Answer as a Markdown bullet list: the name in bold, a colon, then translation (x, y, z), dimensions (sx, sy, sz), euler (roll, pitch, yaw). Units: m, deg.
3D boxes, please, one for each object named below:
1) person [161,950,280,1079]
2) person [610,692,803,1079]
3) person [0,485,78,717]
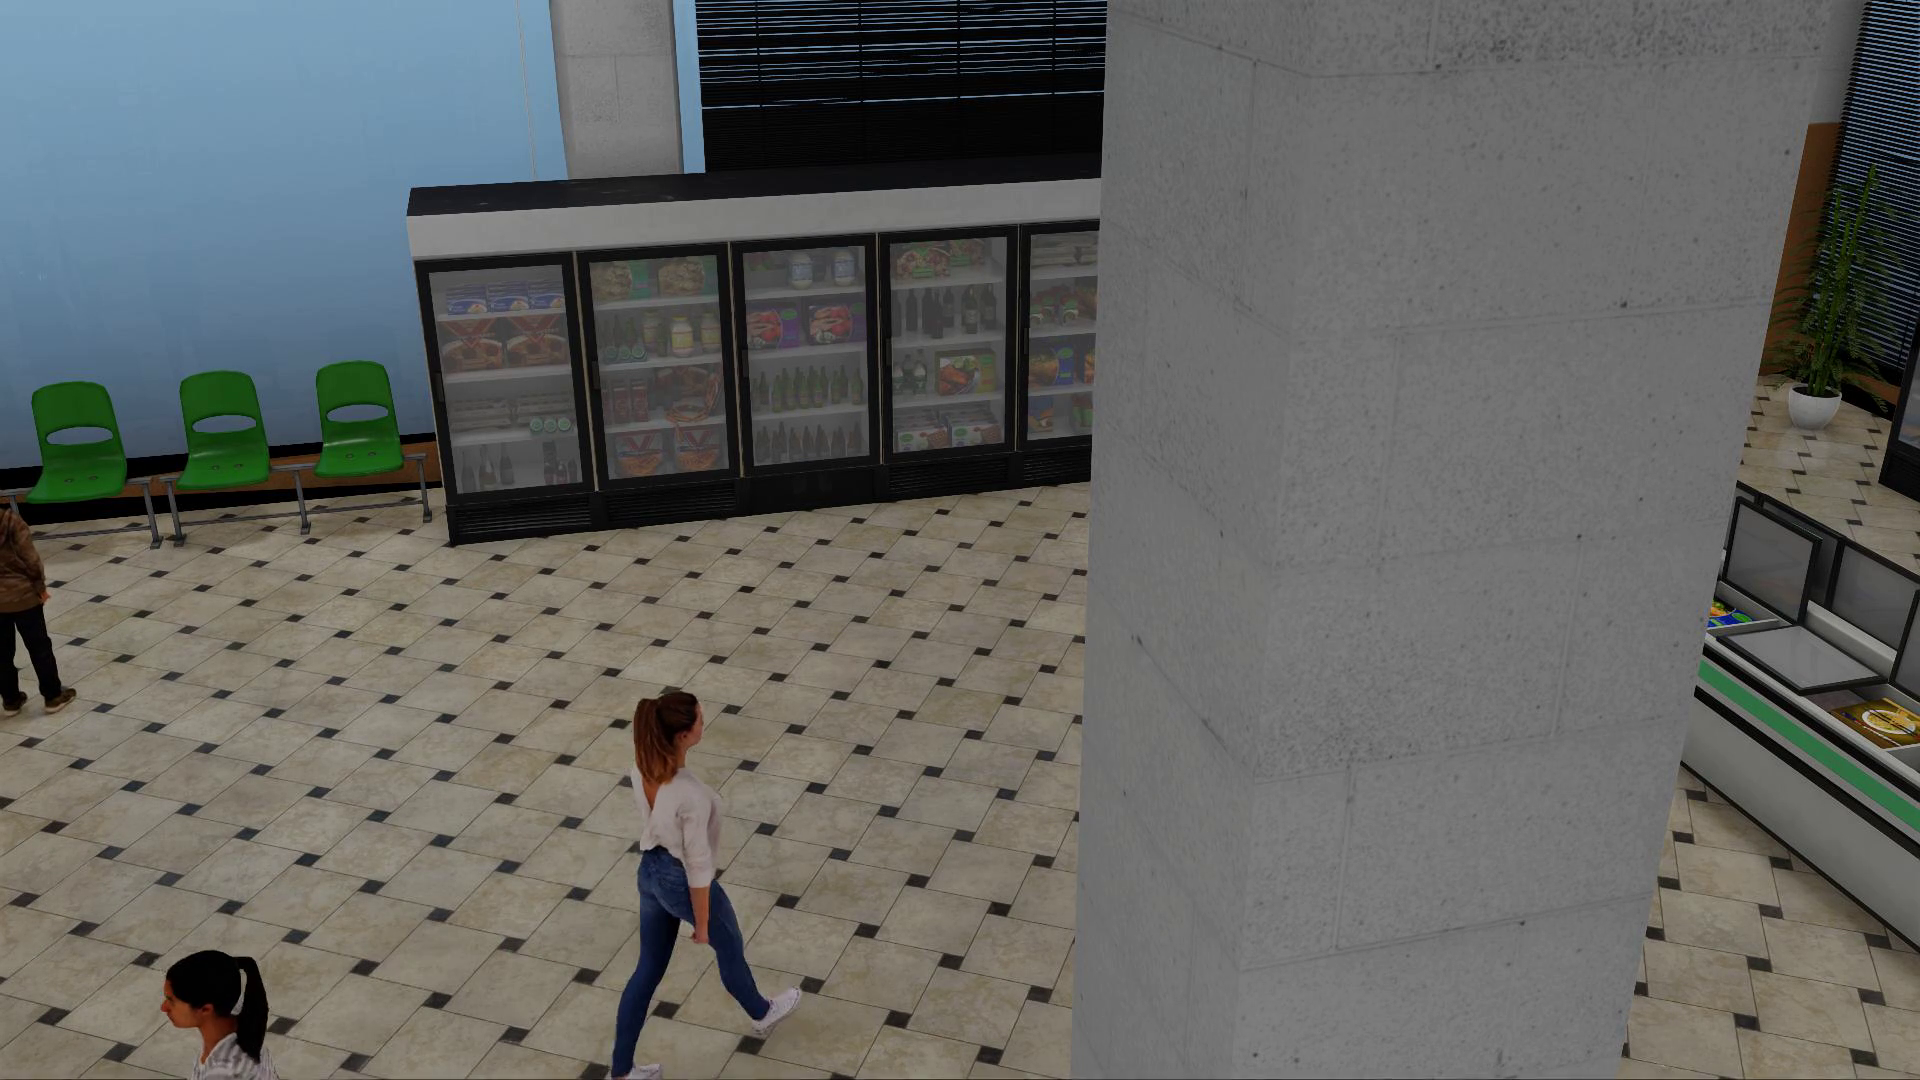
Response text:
- **person**: translation (-2.074, 1.949, 5.150), dimensions (0.724, 1.602, 1.013), euler (-10, 25, -21)
- **person**: translation (-1.138, 1.388, 6.343), dimensions (1.045, 1.672, 1.159), euler (-21, 31, -39)
- **person**: translation (-5.249, 0.281, 9.147), dimensions (0.600, 1.454, 0.581), euler (-4, 24, -8)
